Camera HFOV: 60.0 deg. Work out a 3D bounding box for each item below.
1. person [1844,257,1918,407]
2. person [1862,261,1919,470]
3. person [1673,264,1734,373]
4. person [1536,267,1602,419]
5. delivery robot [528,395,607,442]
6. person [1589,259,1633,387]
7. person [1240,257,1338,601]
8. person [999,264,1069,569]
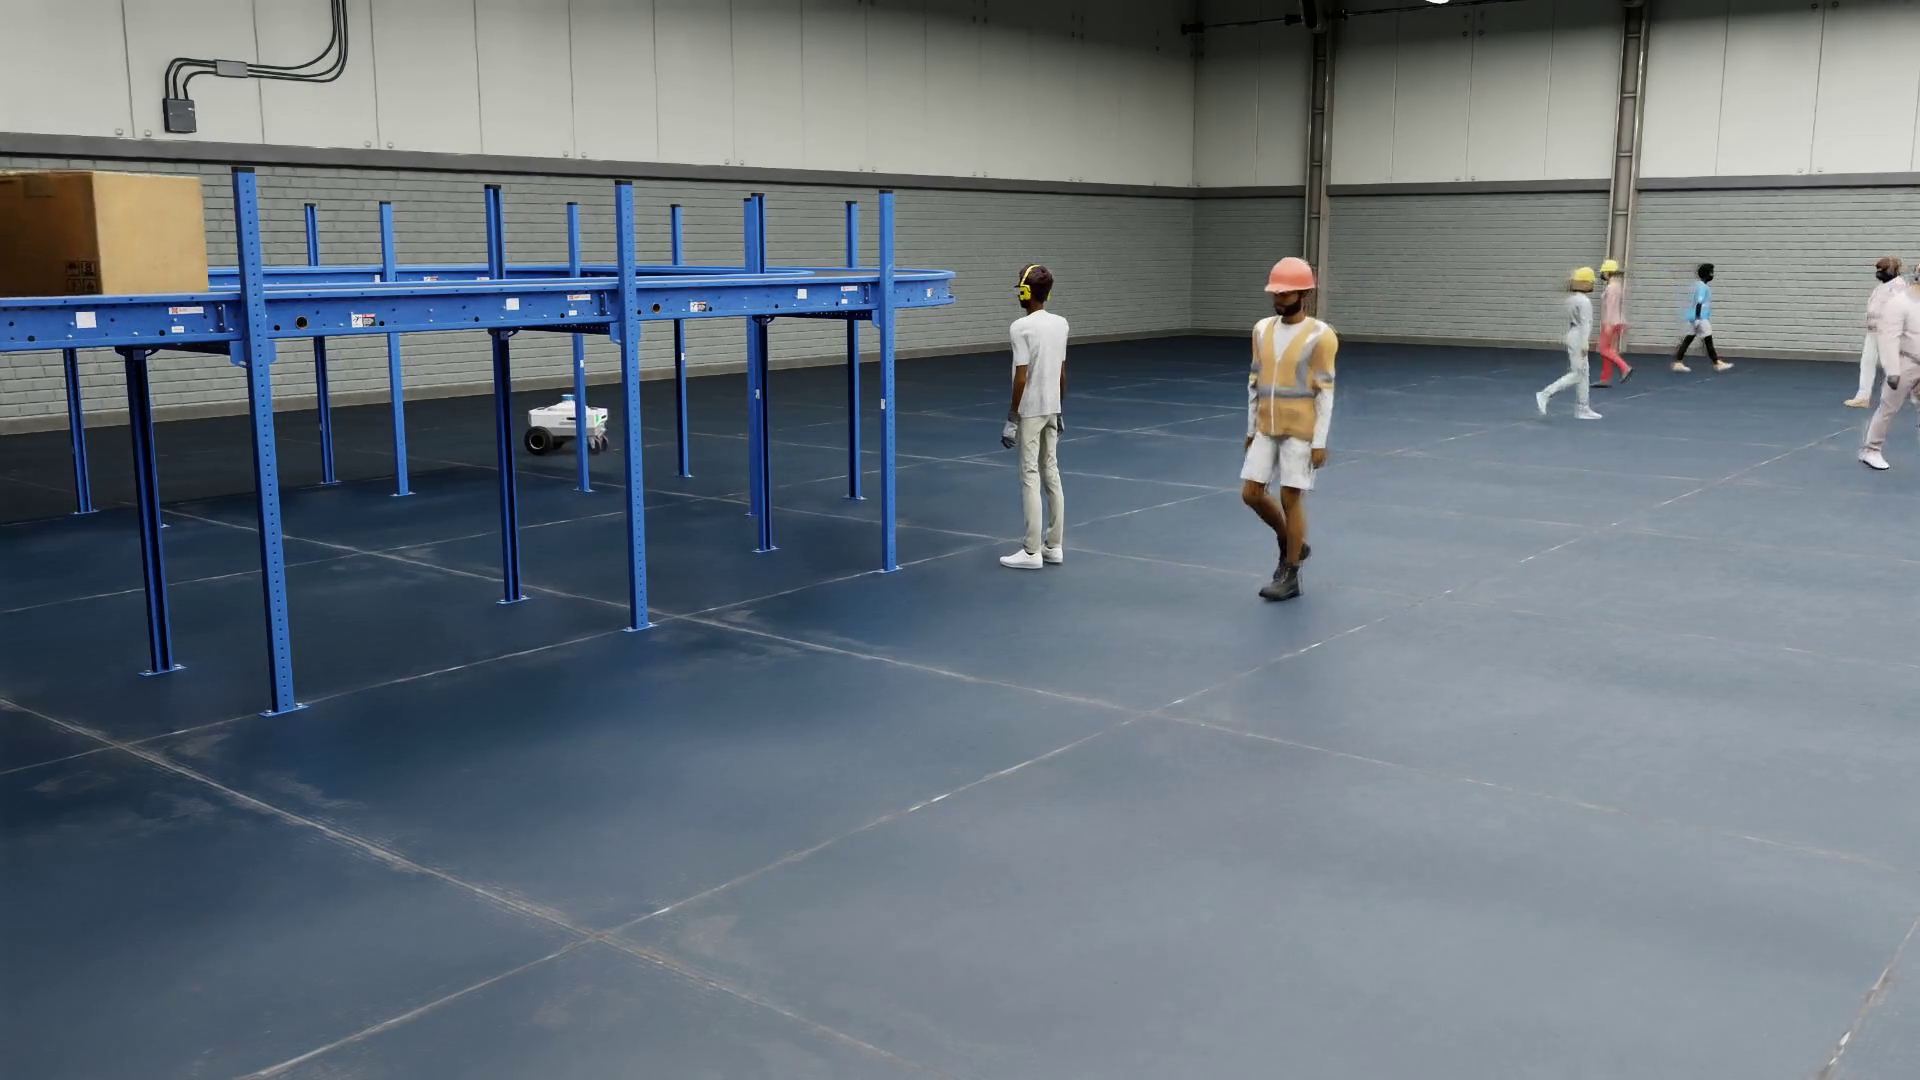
[{"bbox_3d":[11.263,-2.507,20.123,0.789,1.815,0.626,1,10,4],"label":"person"},{"bbox_3d":[8.283,-1.500,14.431,0.662,1.858,0.989,-2,10,-9],"label":"person"},{"bbox_3d":[11.363,-3.377,25.368,0.859,1.643,0.554,3,11,18],"label":"person"},{"bbox_3d":[6.953,-2.234,18.857,0.720,1.718,0.494,1,10,4],"label":"person"},{"bbox_3d":[-3.752,-1.150,15.934,0.707,0.478,0.477,0,10,3],"label":"delivery robot"},{"bbox_3d":[8.955,-2.963,22.822,0.486,1.756,0.534,5,11,25],"label":"person"},{"bbox_3d":[1.846,-0.626,9.389,0.447,1.921,0.575,-9,14,-42],"label":"person"},{"bbox_3d":[0.458,-0.765,10.311,0.329,1.872,0.511,9,14,41],"label":"person"}]
